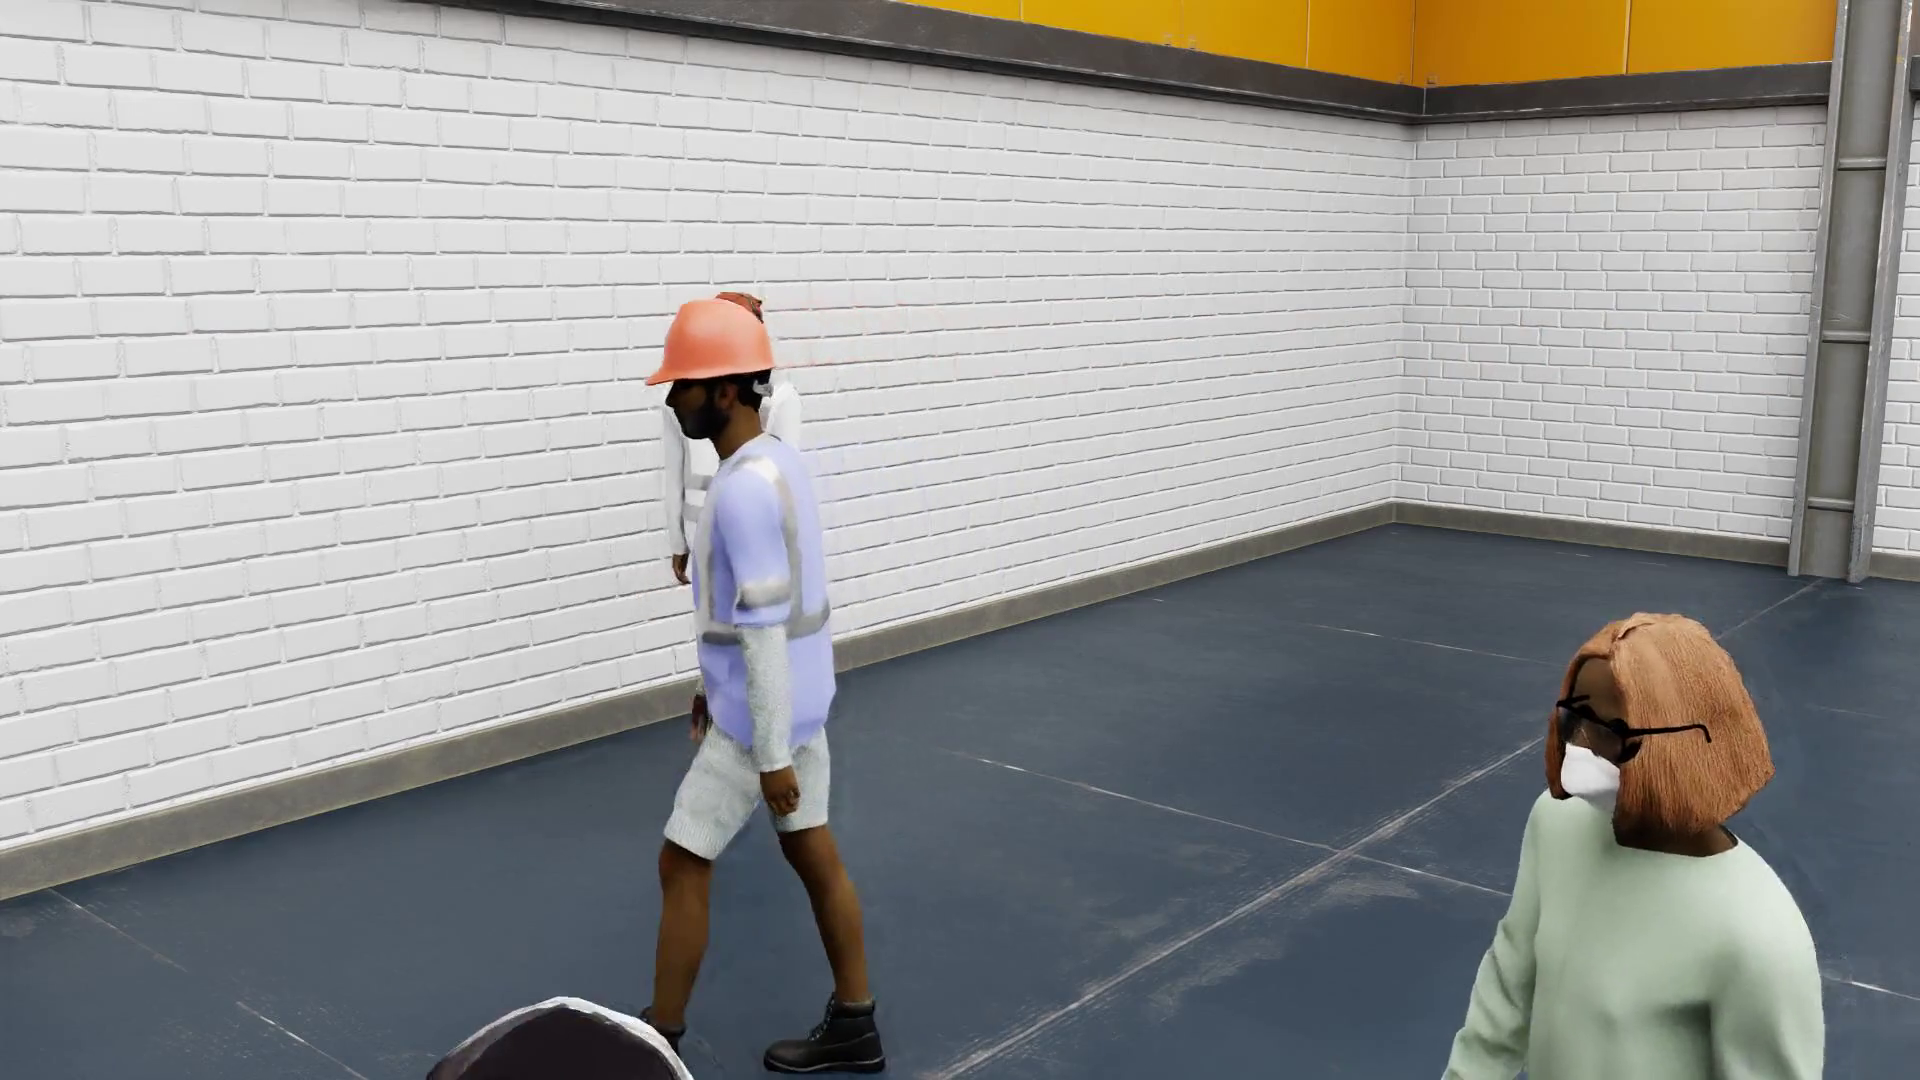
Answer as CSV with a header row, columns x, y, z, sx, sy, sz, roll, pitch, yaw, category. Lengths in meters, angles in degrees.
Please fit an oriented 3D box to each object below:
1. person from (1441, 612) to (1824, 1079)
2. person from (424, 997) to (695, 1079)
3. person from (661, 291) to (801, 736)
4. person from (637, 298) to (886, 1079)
x,y,z,sx,sy,sz,roll,pitch,yaw,category
0.855,0.866,2.149,0.871,1.589,0.502,-1,10,-8,person
-0.390,0.920,0.957,0.749,1.929,0.617,3,10,17,person
-0.859,0.014,6.209,0.580,1.871,0.598,3,11,18,person
-0.588,0.393,3.952,0.887,1.901,0.571,1,10,5,person
